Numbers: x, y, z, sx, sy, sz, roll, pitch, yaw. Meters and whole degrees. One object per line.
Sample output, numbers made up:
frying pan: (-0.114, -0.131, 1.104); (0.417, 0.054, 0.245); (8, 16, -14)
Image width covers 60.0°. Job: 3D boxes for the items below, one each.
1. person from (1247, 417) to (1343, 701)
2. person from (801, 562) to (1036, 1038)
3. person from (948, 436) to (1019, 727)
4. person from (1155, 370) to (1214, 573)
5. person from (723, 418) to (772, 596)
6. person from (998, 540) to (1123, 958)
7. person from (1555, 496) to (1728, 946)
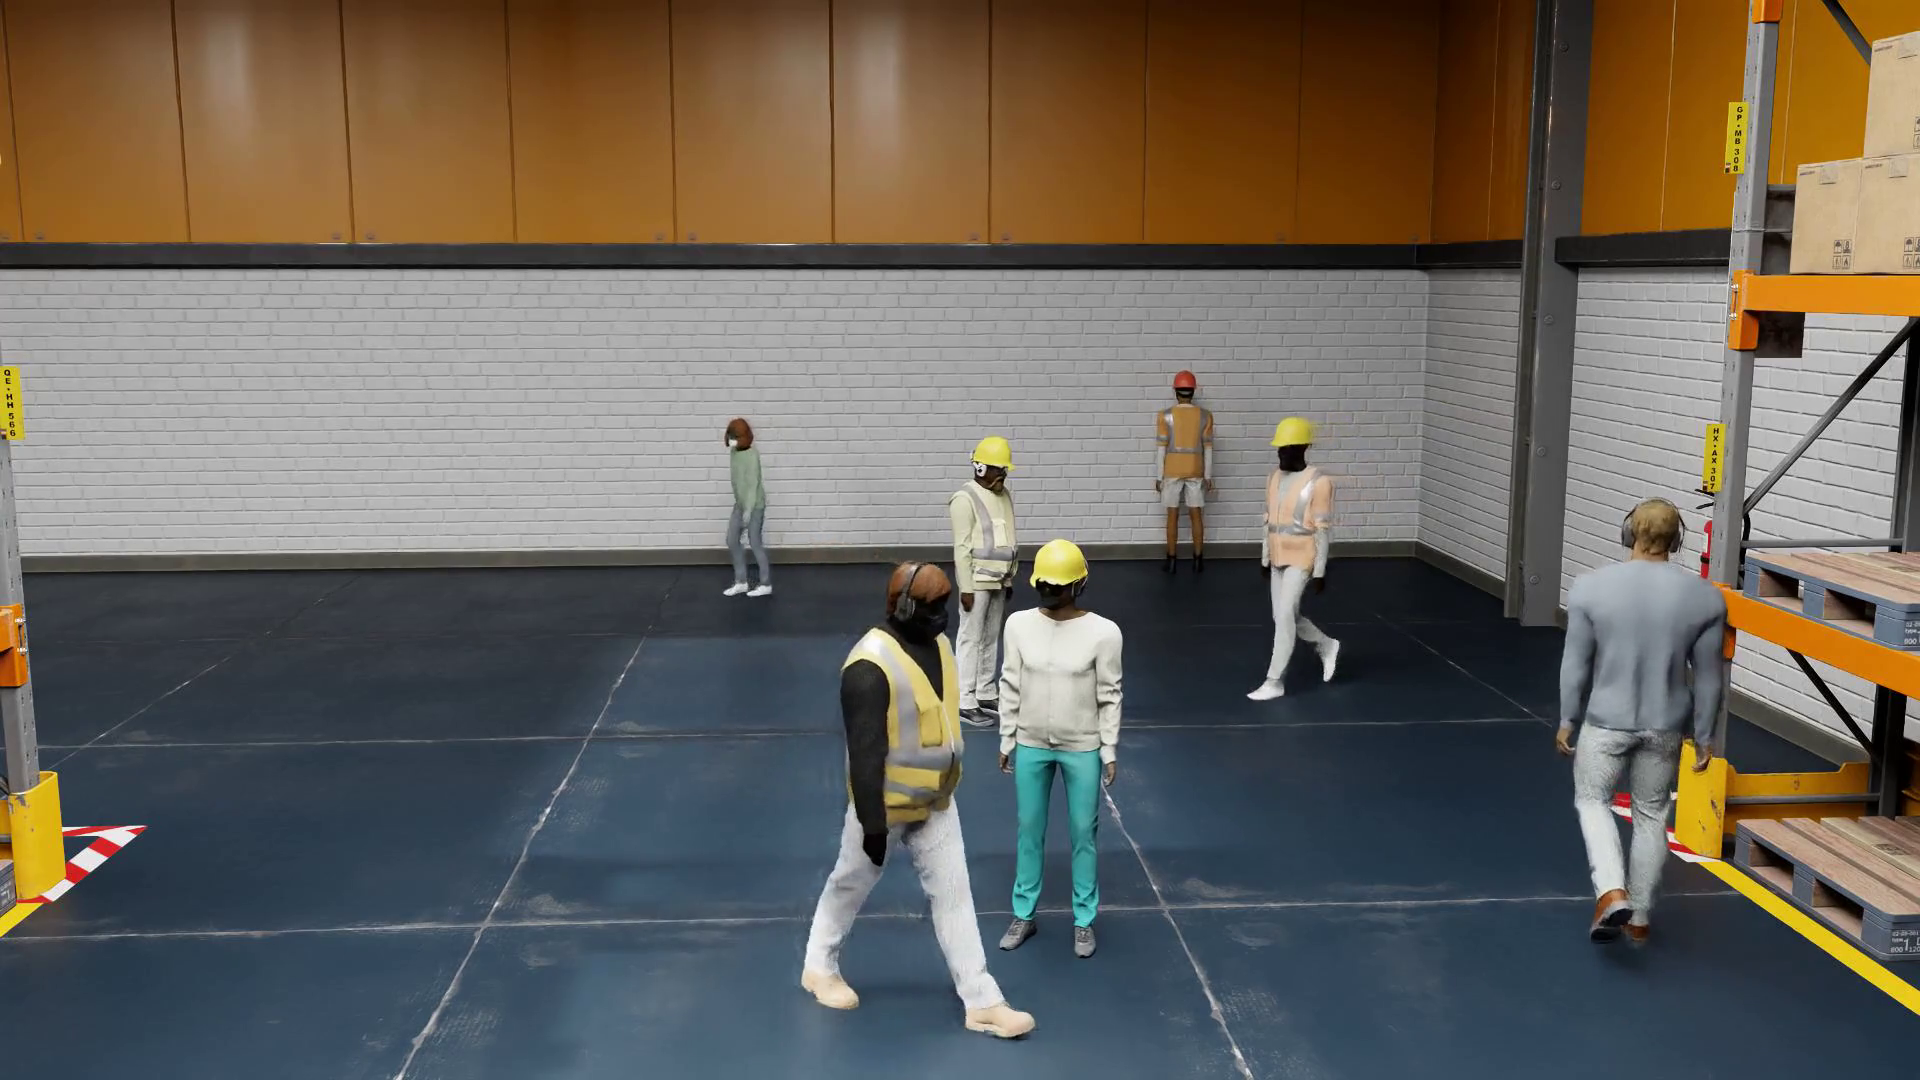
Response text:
person: (2.283, 0.113, 11.182); (0.795, 1.903, 0.599); (-5, 10, -27)
person: (-0.218, 0.962, 6.263); (1.015, 1.782, 0.647); (6, 11, 33)
person: (0.170, 0.249, 10.568); (0.404, 1.826, 0.590); (6, 11, 31)
person: (2.129, -0.648, 15.858); (0.551, 1.932, 0.378); (0, 9, -2)
person: (-1.851, -0.279, 14.564); (0.512, 1.593, 0.529); (-6, 11, -34)
person: (0.406, 0.864, 6.919); (0.523, 1.761, 0.328); (3, 9, 16)
person: (2.831, 0.782, 6.913); (0.643, 1.921, 0.531); (2, 9, 11)
